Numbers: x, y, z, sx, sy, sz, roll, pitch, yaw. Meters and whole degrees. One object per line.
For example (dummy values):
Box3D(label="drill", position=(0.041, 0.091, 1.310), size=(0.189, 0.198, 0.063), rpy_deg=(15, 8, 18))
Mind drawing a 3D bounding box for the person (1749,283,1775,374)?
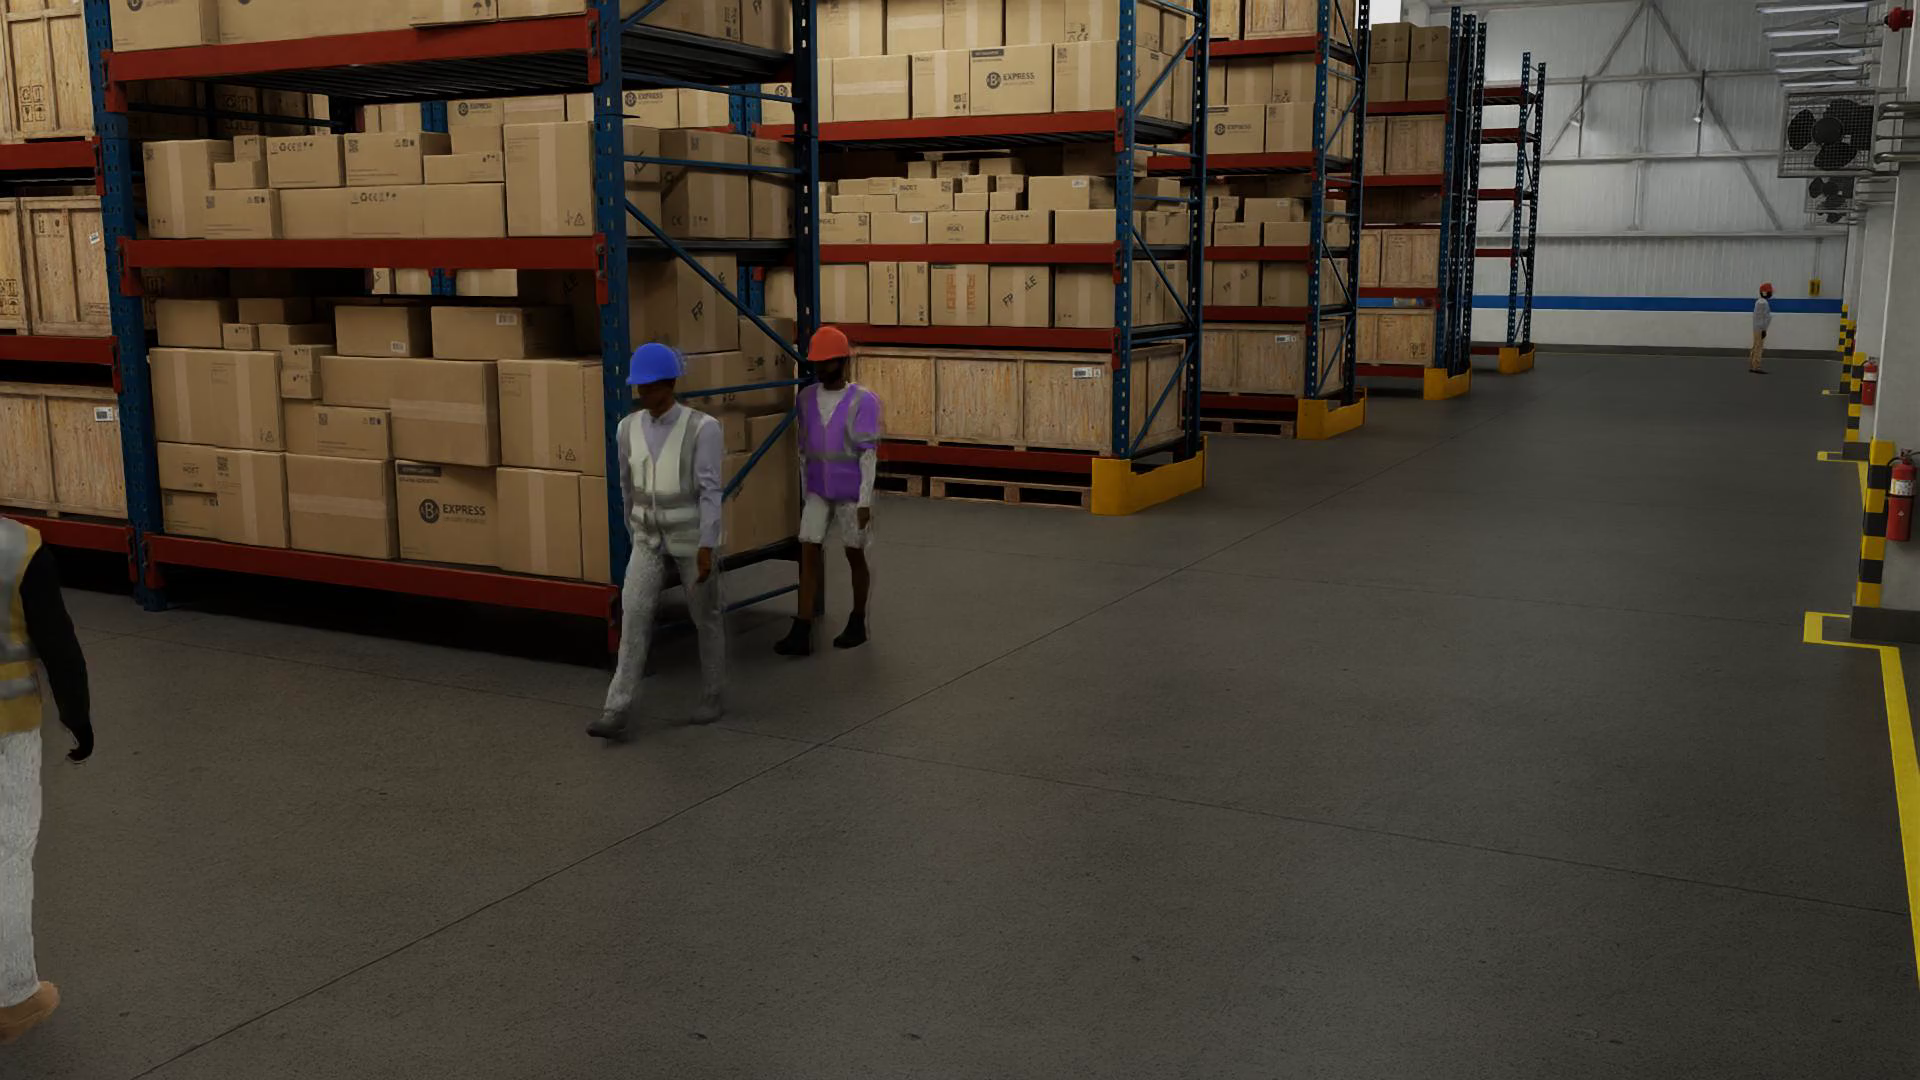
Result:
Box3D(label="person", position=(15.517, -4.085, 32.155), size=(0.341, 1.750, 0.565), rpy_deg=(2, 10, 14))

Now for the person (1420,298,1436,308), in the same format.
Box3D(label="person", position=(10.179, -4.764, 35.760), size=(0.922, 1.875, 0.655), rpy_deg=(6, 11, 31))

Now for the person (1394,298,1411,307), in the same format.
Box3D(label="person", position=(10.083, -5.064, 38.014), size=(0.491, 1.681, 0.921), rpy_deg=(-4, 11, -22))

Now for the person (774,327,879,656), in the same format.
Box3D(label="person", position=(-0.773, -0.258, 9.559), size=(0.574, 1.900, 0.901), rpy_deg=(5, 11, 25))

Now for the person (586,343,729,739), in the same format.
Box3D(label="person", position=(-1.422, 0.020, 7.965), size=(0.627, 1.901, 0.964), rpy_deg=(4, 10, 20))

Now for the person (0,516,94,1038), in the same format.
Box3D(label="person", position=(-3.049, 0.556, 5.136), size=(0.669, 1.796, 0.862), rpy_deg=(-3, 10, -19))
